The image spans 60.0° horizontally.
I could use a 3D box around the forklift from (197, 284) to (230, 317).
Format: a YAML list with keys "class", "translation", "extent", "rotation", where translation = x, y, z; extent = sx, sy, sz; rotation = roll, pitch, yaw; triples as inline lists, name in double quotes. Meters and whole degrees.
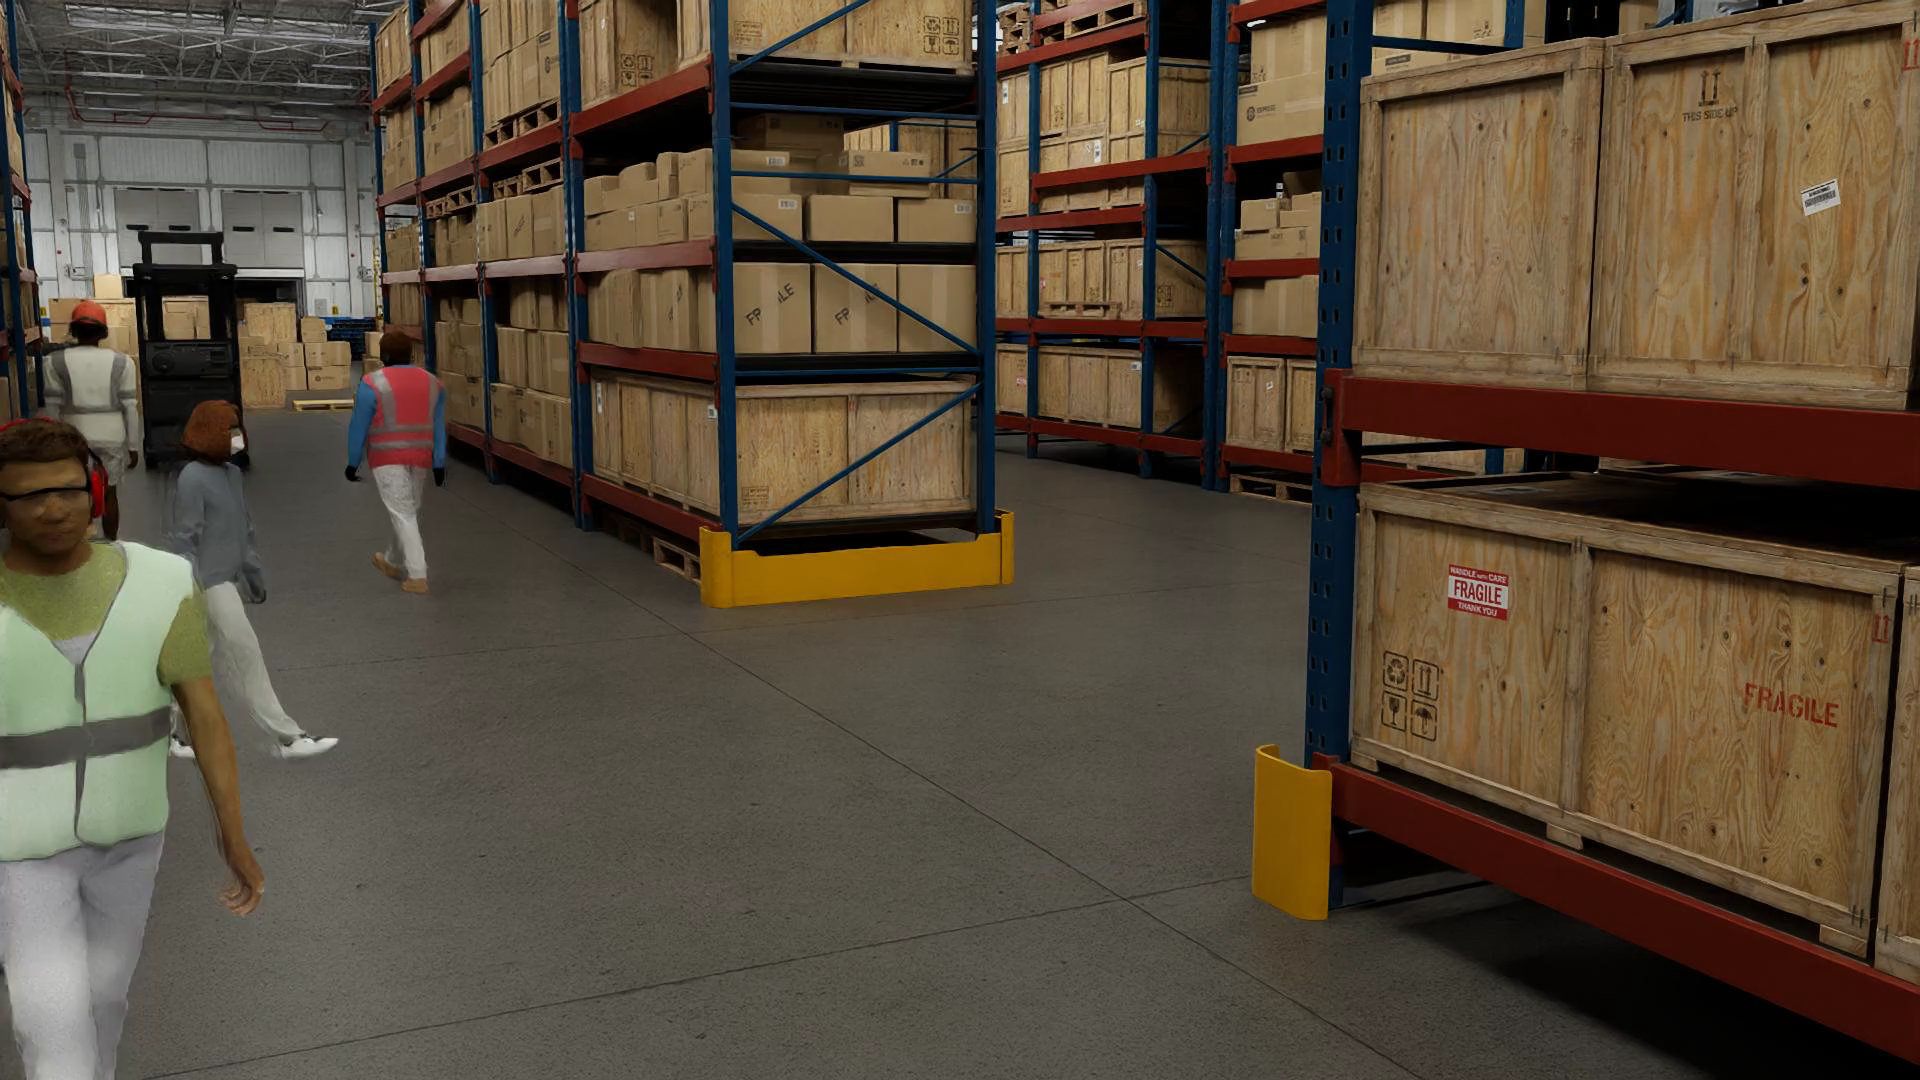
- class: "forklift"
  translation: [-22.729, -6.771, 50.781]
  extent: [1.873, 2.768, 1.129]
  rotation: [6, 10, 37]

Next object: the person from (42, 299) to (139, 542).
- class: "person"
  translation: [-6.292, -0.732, 12.084]
  extent: [0.618, 2.020, 0.736]
  rotation: [-5, 9, -29]

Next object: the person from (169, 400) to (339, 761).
- class: "person"
  translation: [-3.196, 0.186, 7.222]
  extent: [0.880, 1.584, 0.514]
  rotation: [-1, 8, -3]

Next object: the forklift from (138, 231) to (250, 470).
- class: "forklift"
  translation: [-9.357, -2.331, 20.161]
  extent: [1.129, 2.768, 1.873]
  rotation: [-4, 9, -26]

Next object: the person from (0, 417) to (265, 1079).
- class: "person"
  translation: [-1.818, 0.640, 3.424]
  extent: [0.969, 1.789, 0.576]
  rotation: [8, 11, 42]

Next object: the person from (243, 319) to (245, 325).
- class: "person"
  translation: [-16.561, -4.605, 39.191]
  extent: [0.583, 1.910, 0.390]
  rotation: [-7, 11, -41]

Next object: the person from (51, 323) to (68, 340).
- class: "person"
  translation: [-27.080, -6.160, 49.864]
  extent: [0.772, 1.913, 0.662]
  rotation: [0, 8, -3]

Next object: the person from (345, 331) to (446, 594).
- class: "person"
  translation: [-3.956, -0.550, 11.604]
  extent: [0.954, 1.791, 0.624]
  rotation: [7, 11, 39]

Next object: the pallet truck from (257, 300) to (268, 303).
- class: "pallet truck"
  translation: [-23.913, -7.404, 58.171]
  extent: [1.885, 1.965, 0.823]
  rotation: [-1, 8, -9]
